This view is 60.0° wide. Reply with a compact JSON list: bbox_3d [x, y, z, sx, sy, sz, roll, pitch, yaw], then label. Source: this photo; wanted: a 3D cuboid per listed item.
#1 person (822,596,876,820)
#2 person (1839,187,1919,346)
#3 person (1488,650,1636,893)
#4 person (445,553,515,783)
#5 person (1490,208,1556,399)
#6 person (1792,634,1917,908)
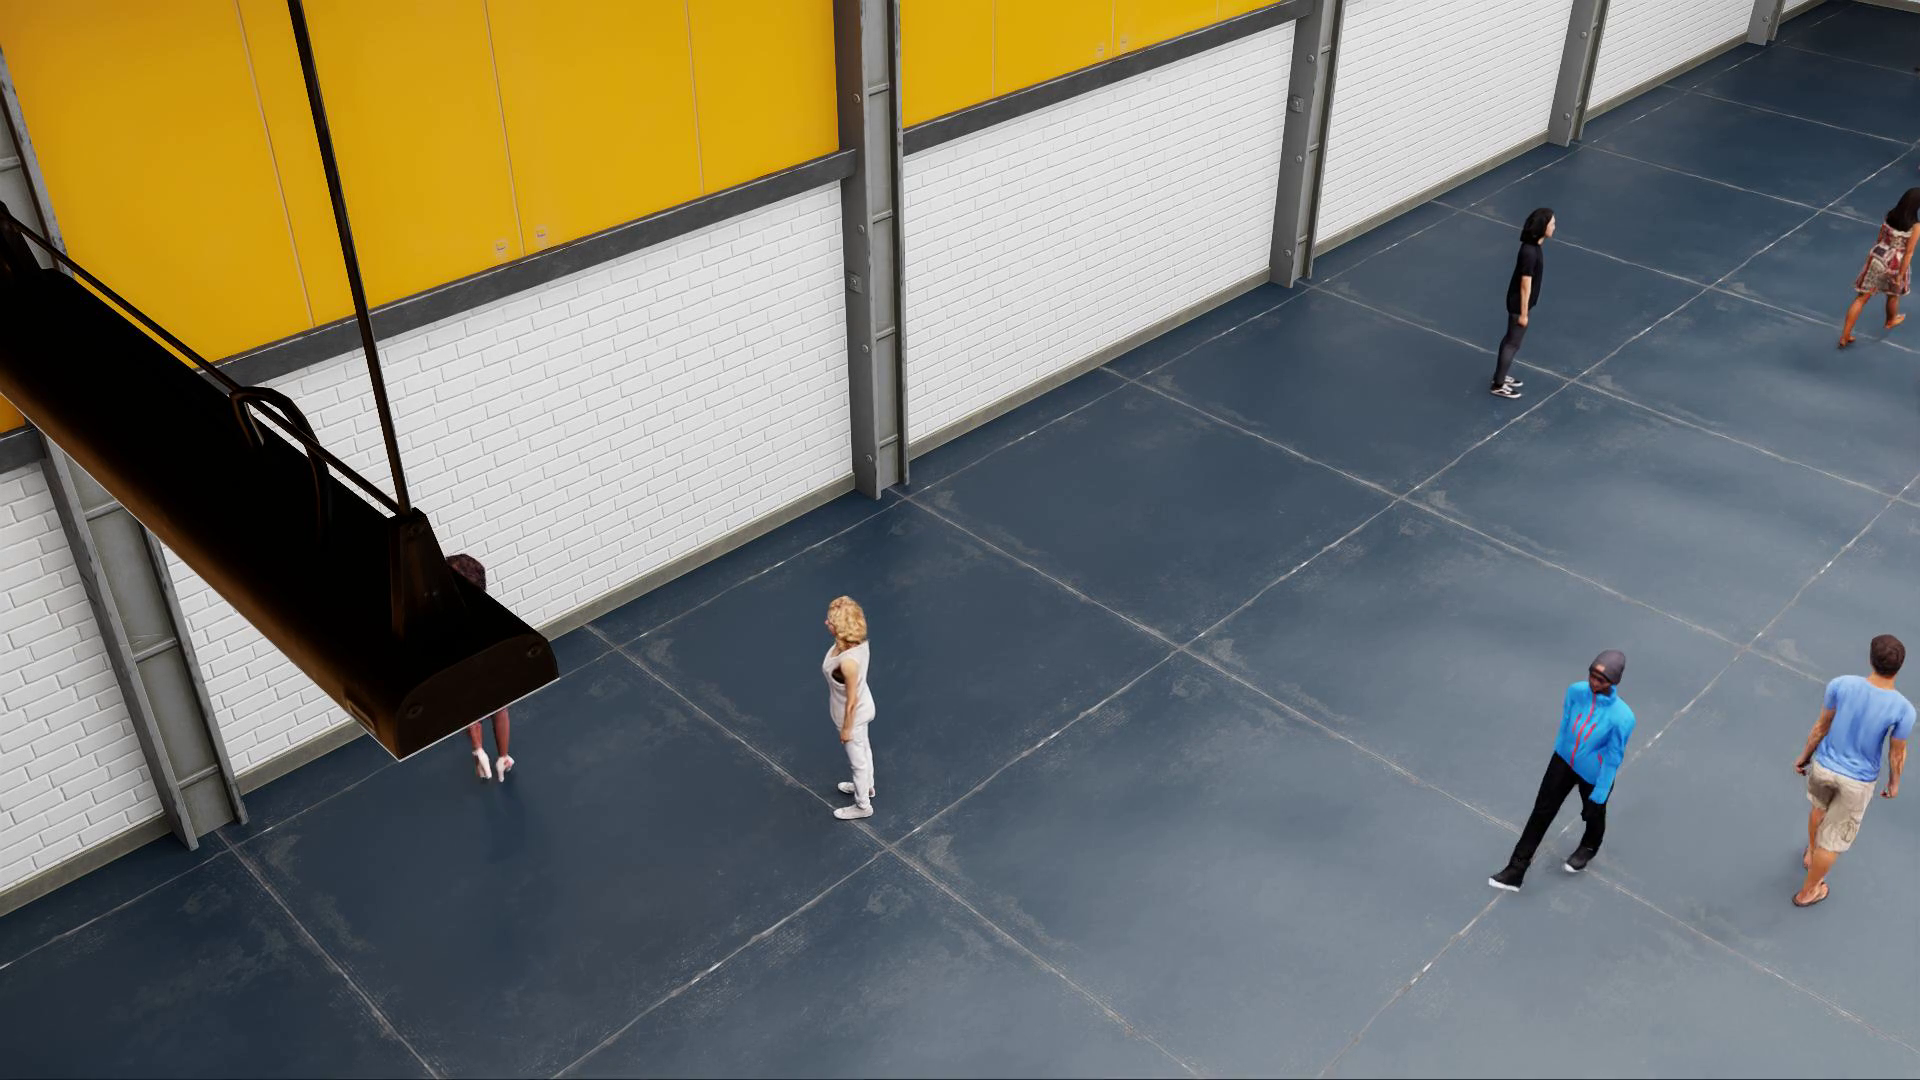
[{"bbox_3d":[-0.682,1.068,10.603,0.749,1.671,0.679,2,34,2],"label":"person"},{"bbox_3d":[8.979,-2.630,16.238,1.199,1.592,0.782,-20,39,-27],"label":"person"},{"bbox_3d":[3.847,1.374,10.081,1.178,1.740,0.726,-23,40,-31],"label":"person"},{"bbox_3d":[-3.093,0.903,10.754,0.707,1.779,0.760,-7,34,-10],"label":"person"},{"bbox_3d":[5.192,-2.216,15.401,0.763,1.829,0.627,10,35,15],"label":"person"},{"bbox_3d":[5.233,1.422,9.921,0.844,1.837,0.717,-24,40,-31],"label":"person"}]
